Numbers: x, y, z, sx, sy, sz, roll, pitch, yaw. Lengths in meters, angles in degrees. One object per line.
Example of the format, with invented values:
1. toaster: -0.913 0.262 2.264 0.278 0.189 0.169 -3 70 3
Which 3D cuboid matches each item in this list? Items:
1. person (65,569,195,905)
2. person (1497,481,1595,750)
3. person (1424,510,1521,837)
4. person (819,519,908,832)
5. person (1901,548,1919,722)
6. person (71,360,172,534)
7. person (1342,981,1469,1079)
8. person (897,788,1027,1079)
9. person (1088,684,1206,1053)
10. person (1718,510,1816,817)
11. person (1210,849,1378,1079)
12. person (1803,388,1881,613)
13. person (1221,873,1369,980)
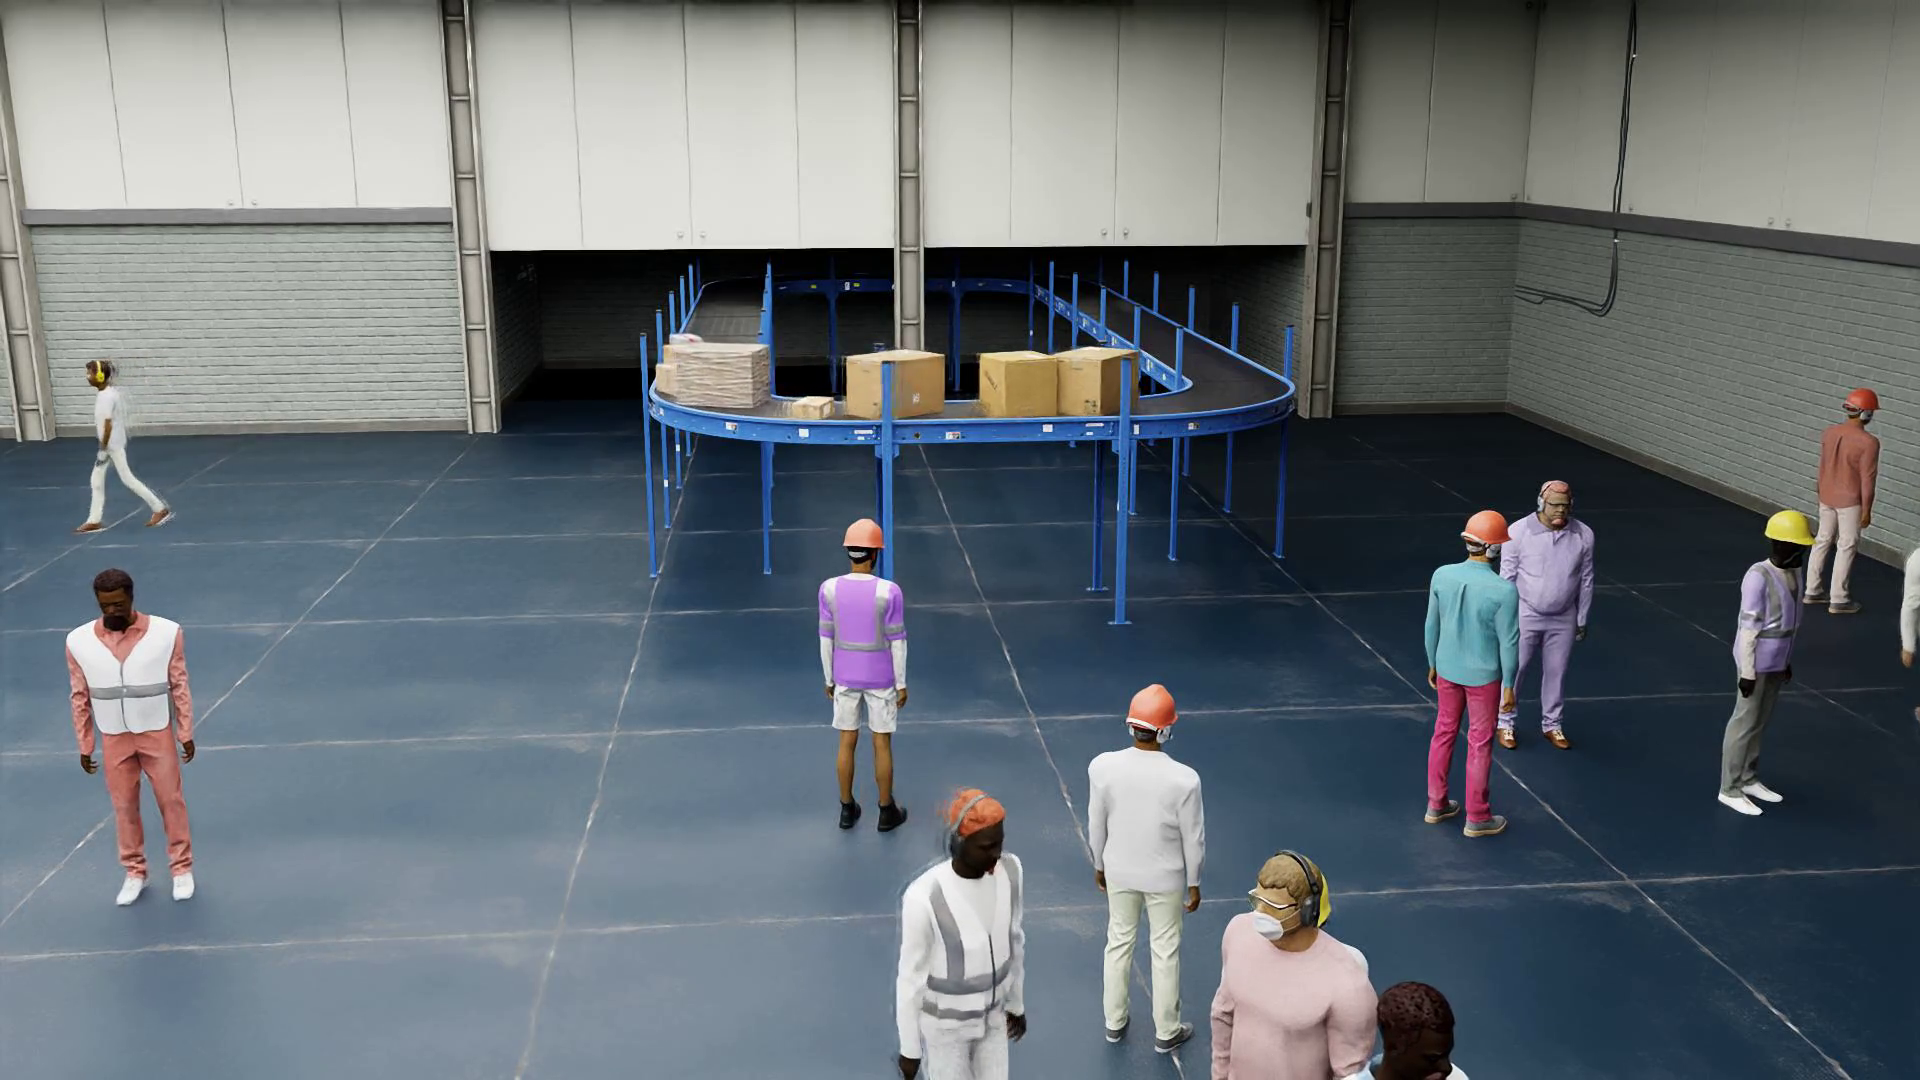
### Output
1. person: -4.541 1.068 9.162 0.597 1.908 0.409 -4 15 -16
2. person: 3.998 0.519 11.381 0.641 1.899 0.395 0 14 1
3. person: 3.104 0.796 10.063 0.396 1.992 0.622 -11 18 -37
4. person: -0.572 0.823 10.090 0.542 1.928 0.375 4 15 15
5. person: 6.450 0.637 10.882 0.686 1.904 0.665 2 14 7
6. person: -8.937 -1.000 17.581 0.942 1.835 0.514 -11 18 -37
7. person: 1.218 2.141 4.863 0.593 1.911 0.390 -8 16 -29
8. person: -0.032 1.792 6.341 0.603 1.867 0.632 -13 19 -42
9. person: 0.868 1.512 7.689 0.559 1.752 0.325 7 16 25
10. person: 5.050 0.748 10.390 0.589 1.927 0.387 -12 18 -40
11. person: 1.075 1.944 5.586 0.373 1.940 0.627 -11 18 -38
12. person: 7.822 -0.351 14.680 0.408 1.985 0.617 -4 15 -15
13. person: 1.168 1.957 5.884 0.528 1.767 0.329 0 14 -1
